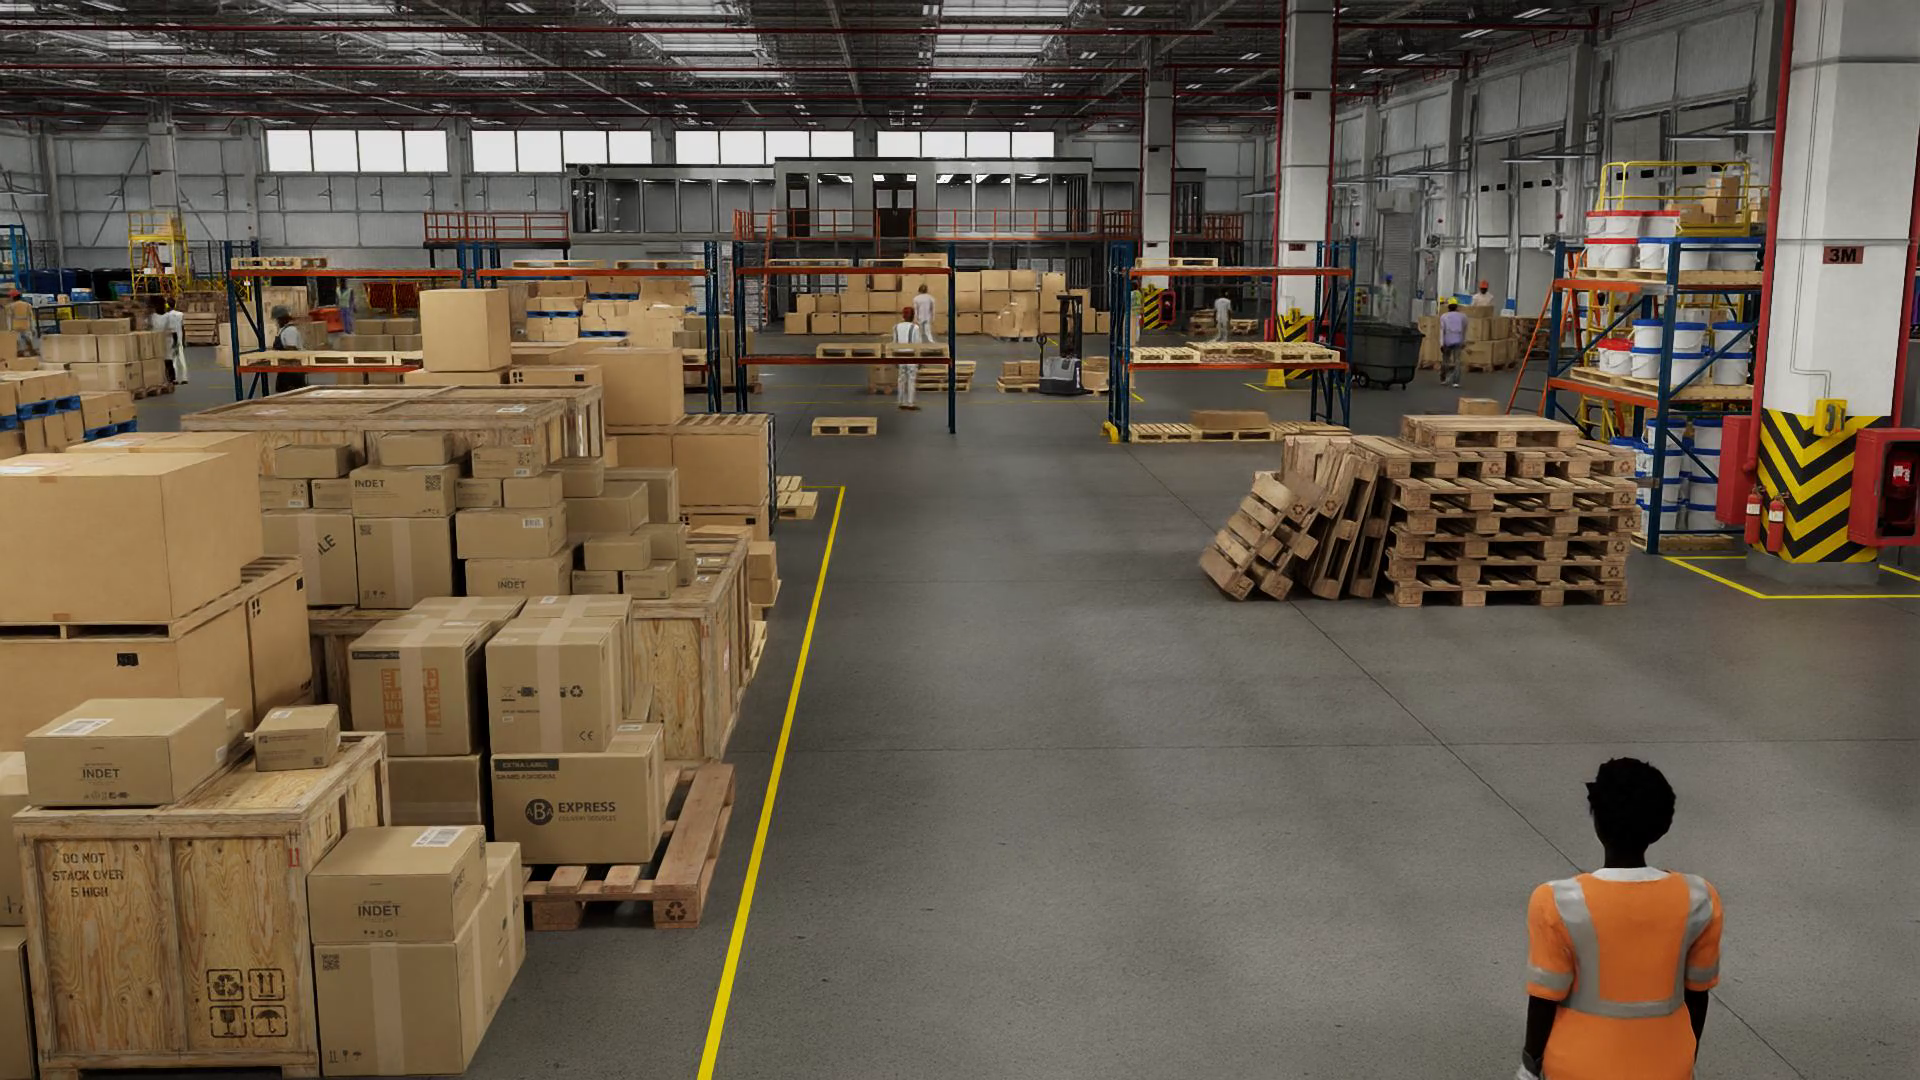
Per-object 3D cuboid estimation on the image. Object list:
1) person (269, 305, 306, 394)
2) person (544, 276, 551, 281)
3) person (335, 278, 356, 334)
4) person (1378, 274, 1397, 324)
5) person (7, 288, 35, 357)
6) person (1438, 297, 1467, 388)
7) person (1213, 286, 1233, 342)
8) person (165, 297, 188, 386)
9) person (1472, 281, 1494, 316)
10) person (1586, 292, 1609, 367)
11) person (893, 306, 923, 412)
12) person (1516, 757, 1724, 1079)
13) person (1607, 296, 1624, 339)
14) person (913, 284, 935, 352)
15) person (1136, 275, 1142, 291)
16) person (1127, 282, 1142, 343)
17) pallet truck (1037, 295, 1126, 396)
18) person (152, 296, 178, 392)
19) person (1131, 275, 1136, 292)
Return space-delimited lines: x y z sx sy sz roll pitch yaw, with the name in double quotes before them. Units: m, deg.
"person" -11.060 -2.873 27.324 0.709 2.000 0.733 -7 12 -33
"person" -19.052 -11.667 76.871 0.346 1.842 0.505 -7 12 -35
"person" -19.527 -7.373 52.837 0.596 1.889 0.509 2 10 12
"person" 14.616 -8.107 56.817 0.620 1.926 0.583 0 10 -3
"person" -22.981 -5.206 40.707 0.613 1.919 0.562 -8 13 -38
"person" 10.303 -4.139 34.852 0.604 1.866 1.025 1 10 3
"person" 6.948 -5.771 43.988 0.499 1.855 0.516 -10 14 -43
"person" -16.607 -4.186 35.135 0.329 1.865 0.515 6 12 31
"person" 14.210 -6.038 45.196 0.657 1.947 0.980 1 10 6
"person" 15.061 -4.916 39.259 0.622 1.845 0.430 -3 11 -18
"person" -0.931 -3.236 29.785 0.585 1.882 0.337 7 12 34
"person" 1.739 1.407 4.440 0.532 1.696 0.319 -1 10 -5
"person" 13.780 -4.160 34.913 0.544 1.899 0.589 -1 10 -8
"person" -0.948 -5.864 44.339 0.632 1.924 0.671 -4 11 -24
"person" 7.098 -9.507 64.742 0.606 1.870 0.410 -1 10 -3
"person" 5.184 -6.782 49.696 0.431 1.836 0.619 6 12 32
"pallet truck" 2.483 -3.881 33.060 1.885 1.965 0.823 -7 13 -36
"person" -15.998 -3.934 33.497 0.681 1.945 0.621 4 11 19
"person" 6.323 -8.919 61.293 0.358 1.937 0.549 2 10 12
